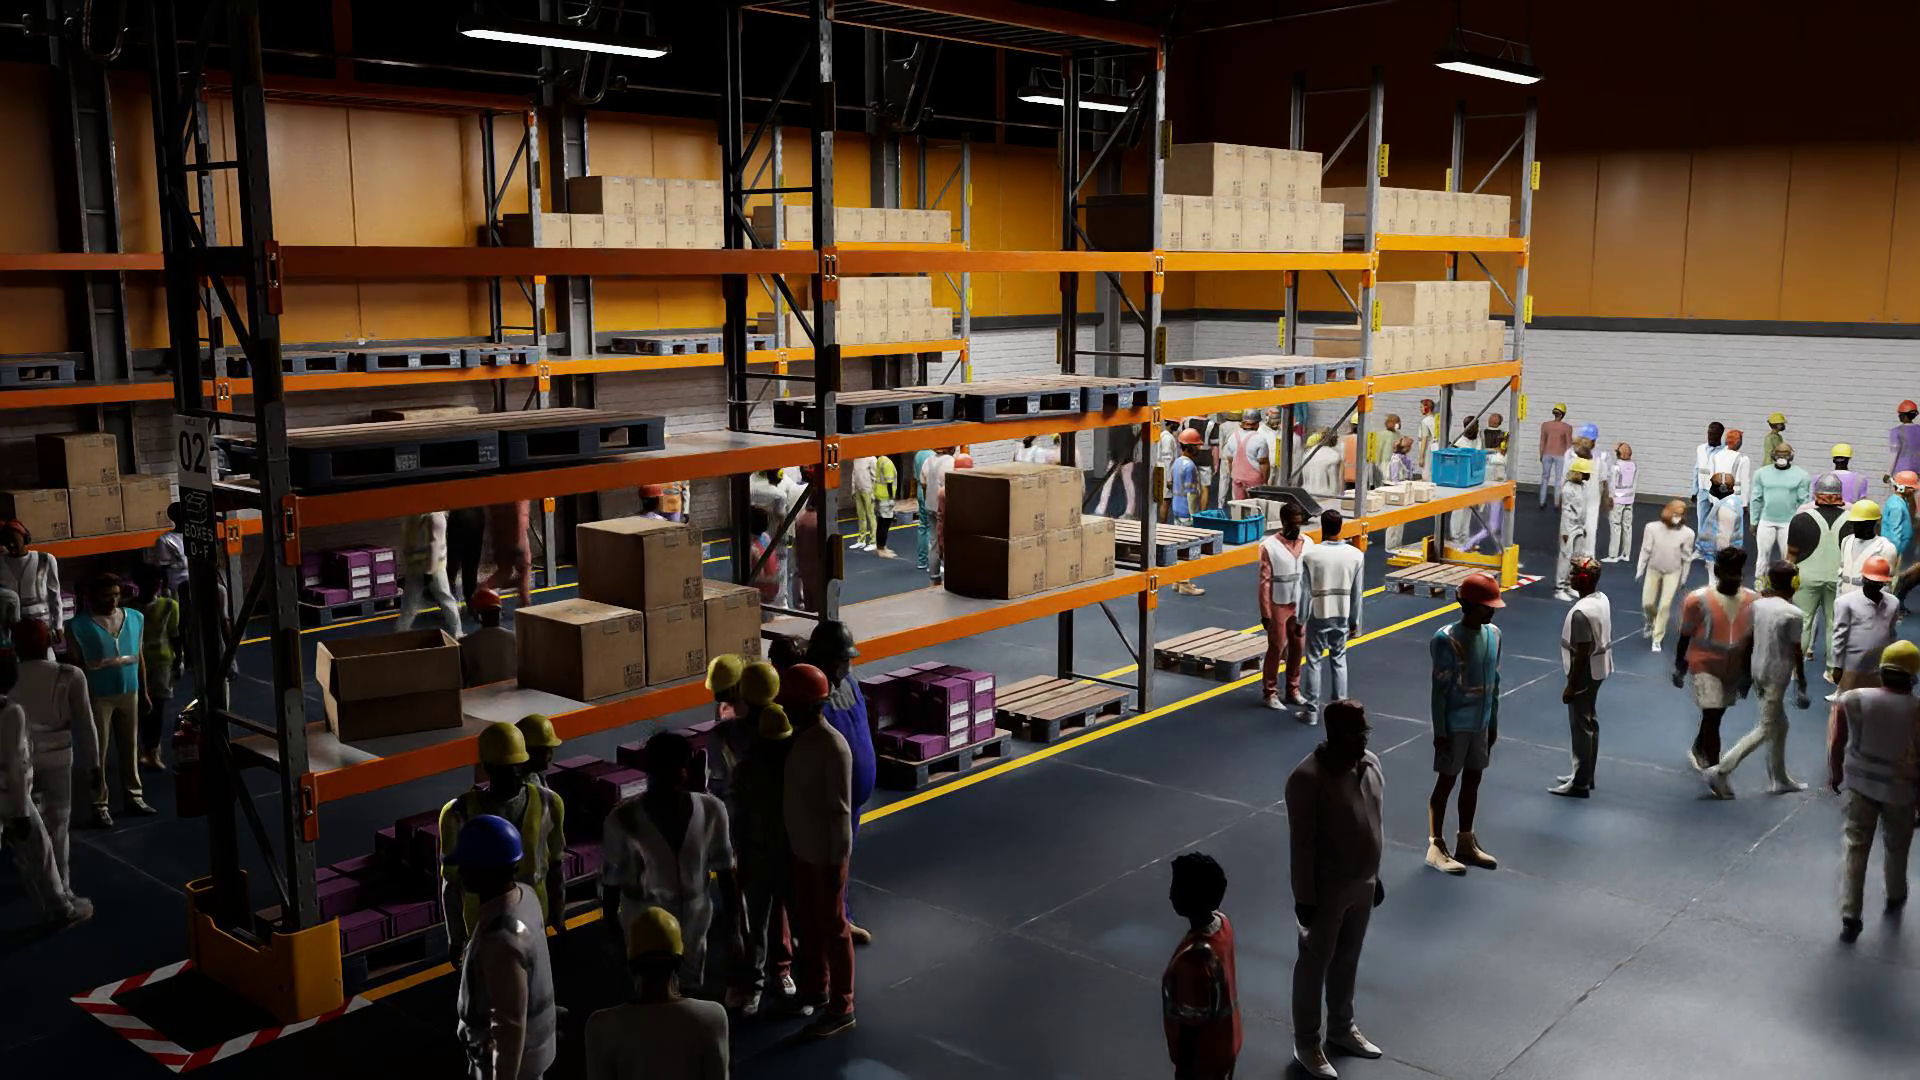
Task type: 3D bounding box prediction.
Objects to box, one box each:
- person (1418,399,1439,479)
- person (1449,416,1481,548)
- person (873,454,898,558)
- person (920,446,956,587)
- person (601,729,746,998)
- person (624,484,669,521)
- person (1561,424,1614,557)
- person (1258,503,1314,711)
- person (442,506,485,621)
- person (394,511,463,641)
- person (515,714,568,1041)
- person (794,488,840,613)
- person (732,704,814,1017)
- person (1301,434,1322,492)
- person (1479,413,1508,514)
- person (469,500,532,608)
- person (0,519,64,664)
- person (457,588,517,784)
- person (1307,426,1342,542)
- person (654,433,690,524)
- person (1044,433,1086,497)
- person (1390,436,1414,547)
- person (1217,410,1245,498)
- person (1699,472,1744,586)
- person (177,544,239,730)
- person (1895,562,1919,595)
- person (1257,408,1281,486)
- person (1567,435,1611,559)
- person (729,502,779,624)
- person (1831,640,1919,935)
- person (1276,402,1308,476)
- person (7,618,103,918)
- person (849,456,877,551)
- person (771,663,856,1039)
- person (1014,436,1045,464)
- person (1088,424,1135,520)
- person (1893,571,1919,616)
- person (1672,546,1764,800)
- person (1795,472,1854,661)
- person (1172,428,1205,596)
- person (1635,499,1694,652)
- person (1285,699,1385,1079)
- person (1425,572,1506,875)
[{"bbox_3d":[7.686,-1.390,27.209,0.393,1.836,0.561,7,12,35],"label":"person"},{"bbox_3d":[7.138,-0.808,23.512,0.580,1.910,0.394,-7,12,-38],"label":"person"},{"bbox_3d":[-1.020,-0.586,22.845,0.320,1.687,0.540,-3,10,-17],"label":"person"},{"bbox_3d":[-0.141,-0.368,20.481,0.537,2.000,0.674,-8,12,-40],"label":"person"},{"bbox_3d":[-1.298,1.831,7.697,0.618,1.913,0.950,-6,11,-30],"label":"person"},{"bbox_3d":[-3.084,0.343,16.574,0.576,1.921,0.417,5,11,26],"label":"person"},{"bbox_3d":[8.369,-0.582,22.117,0.644,1.908,0.865,1,10,7],"label":"person"},{"bbox_3d":[2.951,0.598,15.128,0.598,1.905,0.390,-5,11,-29],"label":"person"},{"bbox_3d":[-5.658,-0.101,18.888,0.536,2.000,0.685,6,11,33],"label":"person"},{"bbox_3d":[-5.599,0.292,17.272,0.640,1.790,0.957,8,13,40],"label":"person"},{"bbox_3d":[-2.221,1.755,8.720,0.320,1.734,0.480,-1,10,-6],"label":"person"},{"bbox_3d":[-1.361,0.376,16.435,0.403,1.911,0.637,-6,11,-32],"label":"person"},{"bbox_3d":[-0.978,1.721,8.935,0.487,1.736,0.326,0,10,0],"label":"person"},{"bbox_3d":[4.785,-0.581,22.683,0.363,1.736,0.488,0,10,2],"label":"person"},{"bbox_3d":[8.577,-1.220,26.772,0.523,1.636,0.310,7,12,37],"label":"person"},{"bbox_3d":[-5.173,-0.011,18.870,0.689,1.872,0.739,8,13,41],"label":"person"},{"bbox_3d":[-8.049,0.746,14.327,0.586,1.879,0.359,-3,10,-19],"label":"person"},{"bbox_3d":[-3.347,1.205,11.991,0.581,1.738,0.355,-2,10,-13],"label":"person"},{"bbox_3d":[4.868,-0.547,21.937,0.670,1.919,0.632,-6,11,-30],"label":"person"},{"bbox_3d":[-3.716,-0.400,21.018,0.593,1.923,0.382,1,10,3],"label":"person"},{"bbox_3d":[1.473,-0.714,23.470,0.597,1.721,0.605,2,10,10],"label":"person"},{"bbox_3d":[6.192,-0.650,23.388,0.324,1.631,0.520,-2,10,-10],"label":"person"},{"bbox_3d":[4.772,-1.719,28.548,0.687,2.000,0.535,4,10,23],"label":"person"},{"bbox_3d":[8.143,0.183,17.823,0.429,1.836,0.632,5,11,27],"label":"person"},{"bbox_3d":[-5.971,0.930,13.244,0.535,1.868,0.309,4,10,22],"label":"person"},{"bbox_3d":[11.628,-0.195,19.825,0.713,1.912,0.544,6,11,33],"label":"person"},{"bbox_3d":[4.660,-1.035,24.914,0.651,1.895,0.400,-6,11,-31],"label":"person"},{"bbox_3d":[8.235,-0.469,21.778,0.660,1.815,0.711,5,11,29],"label":"person"},{"bbox_3d":[-1.906,0.559,15.549,0.429,1.840,0.632,3,10,16],"label":"person"},{"bbox_3d":[5.636,1.489,10.167,0.599,1.789,0.929,7,12,37],"label":"person"},{"bbox_3d":[6.316,-2.201,31.593,0.608,1.985,0.395,4,10,23],"label":"person"},{"bbox_3d":[-5.813,1.401,10.548,0.677,1.811,1.017,-3,10,-17],"label":"person"},{"bbox_3d":[-1.353,-0.665,23.466,0.278,1.633,0.507,-9,13,-43],"label":"person"},{"bbox_3d":[-0.781,1.620,8.792,0.408,1.986,0.618,-6,11,-33],"label":"person"},{"bbox_3d":[0.980,-0.824,24.248,0.366,1.685,0.544,-9,13,-43],"label":"person"},{"bbox_3d":[2.407,-1.242,25.984,0.952,1.934,0.611,-5,11,-29],"label":"person"},{"bbox_3d":[11.097,-0.028,18.866,0.956,1.922,0.603,4,10,24],"label":"person"},{"bbox_3d":[5.901,0.963,12.956,0.621,1.914,1.027,0,10,-1],"label":"person"},{"bbox_3d":[8.786,0.279,16.933,0.629,1.937,0.376,1,10,7],"label":"person"},{"bbox_3d":[2.787,-0.345,20.327,0.365,2.048,0.608,-2,10,-9],"label":"person"},{"bbox_3d":[7.381,0.349,17.444,0.534,1.613,0.460,4,10,24],"label":"person"},{"bbox_3d":[1.919,1.728,8.373,0.644,1.908,0.408,-8,12,-39],"label":"person"},{"bbox_3d":[3.393,1.212,11.076,0.606,2.035,0.405,-6,11,-31],"label":"person"}]
